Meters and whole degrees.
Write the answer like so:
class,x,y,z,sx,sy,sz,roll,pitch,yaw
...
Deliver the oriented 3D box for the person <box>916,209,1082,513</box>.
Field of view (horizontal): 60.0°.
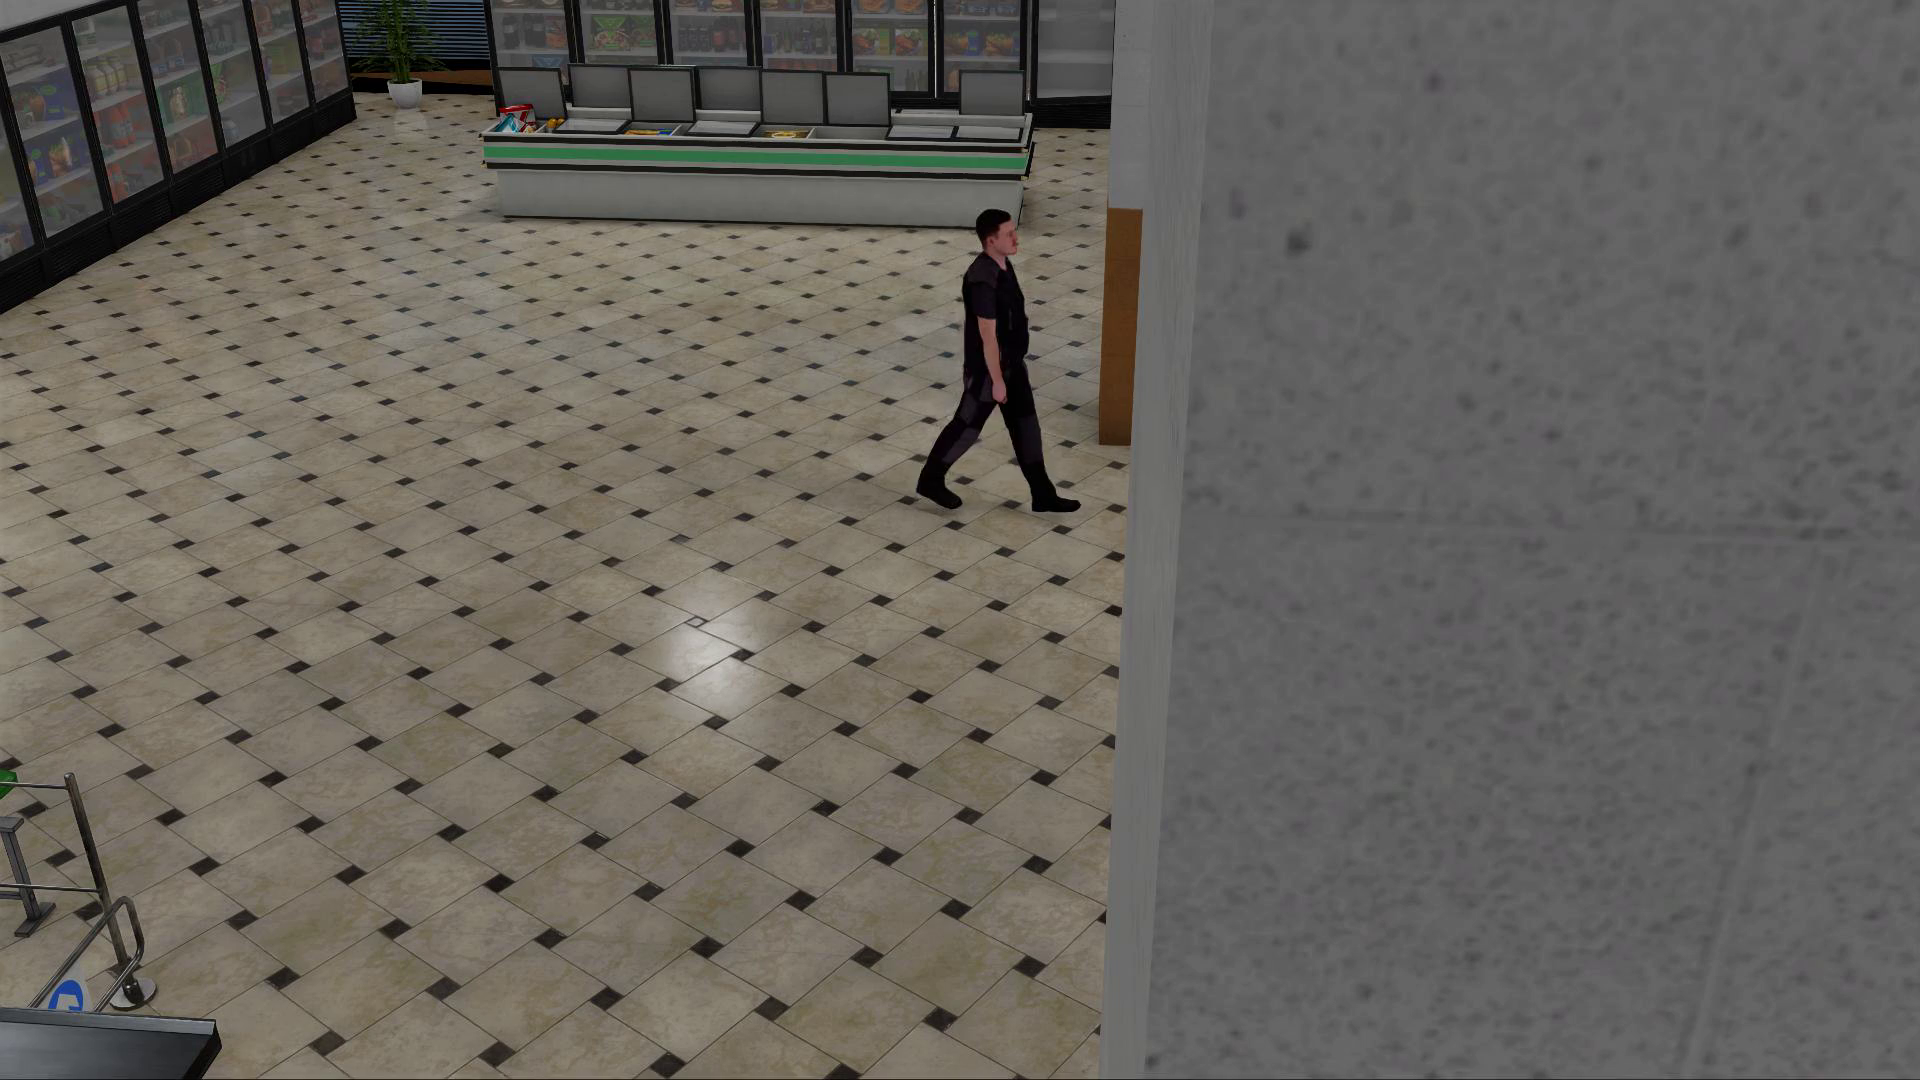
class,x,y,z,sx,sy,sz,roll,pitch,yaw
person,0.101,-0.967,9.474,1.286,1.803,0.920,8,28,16
